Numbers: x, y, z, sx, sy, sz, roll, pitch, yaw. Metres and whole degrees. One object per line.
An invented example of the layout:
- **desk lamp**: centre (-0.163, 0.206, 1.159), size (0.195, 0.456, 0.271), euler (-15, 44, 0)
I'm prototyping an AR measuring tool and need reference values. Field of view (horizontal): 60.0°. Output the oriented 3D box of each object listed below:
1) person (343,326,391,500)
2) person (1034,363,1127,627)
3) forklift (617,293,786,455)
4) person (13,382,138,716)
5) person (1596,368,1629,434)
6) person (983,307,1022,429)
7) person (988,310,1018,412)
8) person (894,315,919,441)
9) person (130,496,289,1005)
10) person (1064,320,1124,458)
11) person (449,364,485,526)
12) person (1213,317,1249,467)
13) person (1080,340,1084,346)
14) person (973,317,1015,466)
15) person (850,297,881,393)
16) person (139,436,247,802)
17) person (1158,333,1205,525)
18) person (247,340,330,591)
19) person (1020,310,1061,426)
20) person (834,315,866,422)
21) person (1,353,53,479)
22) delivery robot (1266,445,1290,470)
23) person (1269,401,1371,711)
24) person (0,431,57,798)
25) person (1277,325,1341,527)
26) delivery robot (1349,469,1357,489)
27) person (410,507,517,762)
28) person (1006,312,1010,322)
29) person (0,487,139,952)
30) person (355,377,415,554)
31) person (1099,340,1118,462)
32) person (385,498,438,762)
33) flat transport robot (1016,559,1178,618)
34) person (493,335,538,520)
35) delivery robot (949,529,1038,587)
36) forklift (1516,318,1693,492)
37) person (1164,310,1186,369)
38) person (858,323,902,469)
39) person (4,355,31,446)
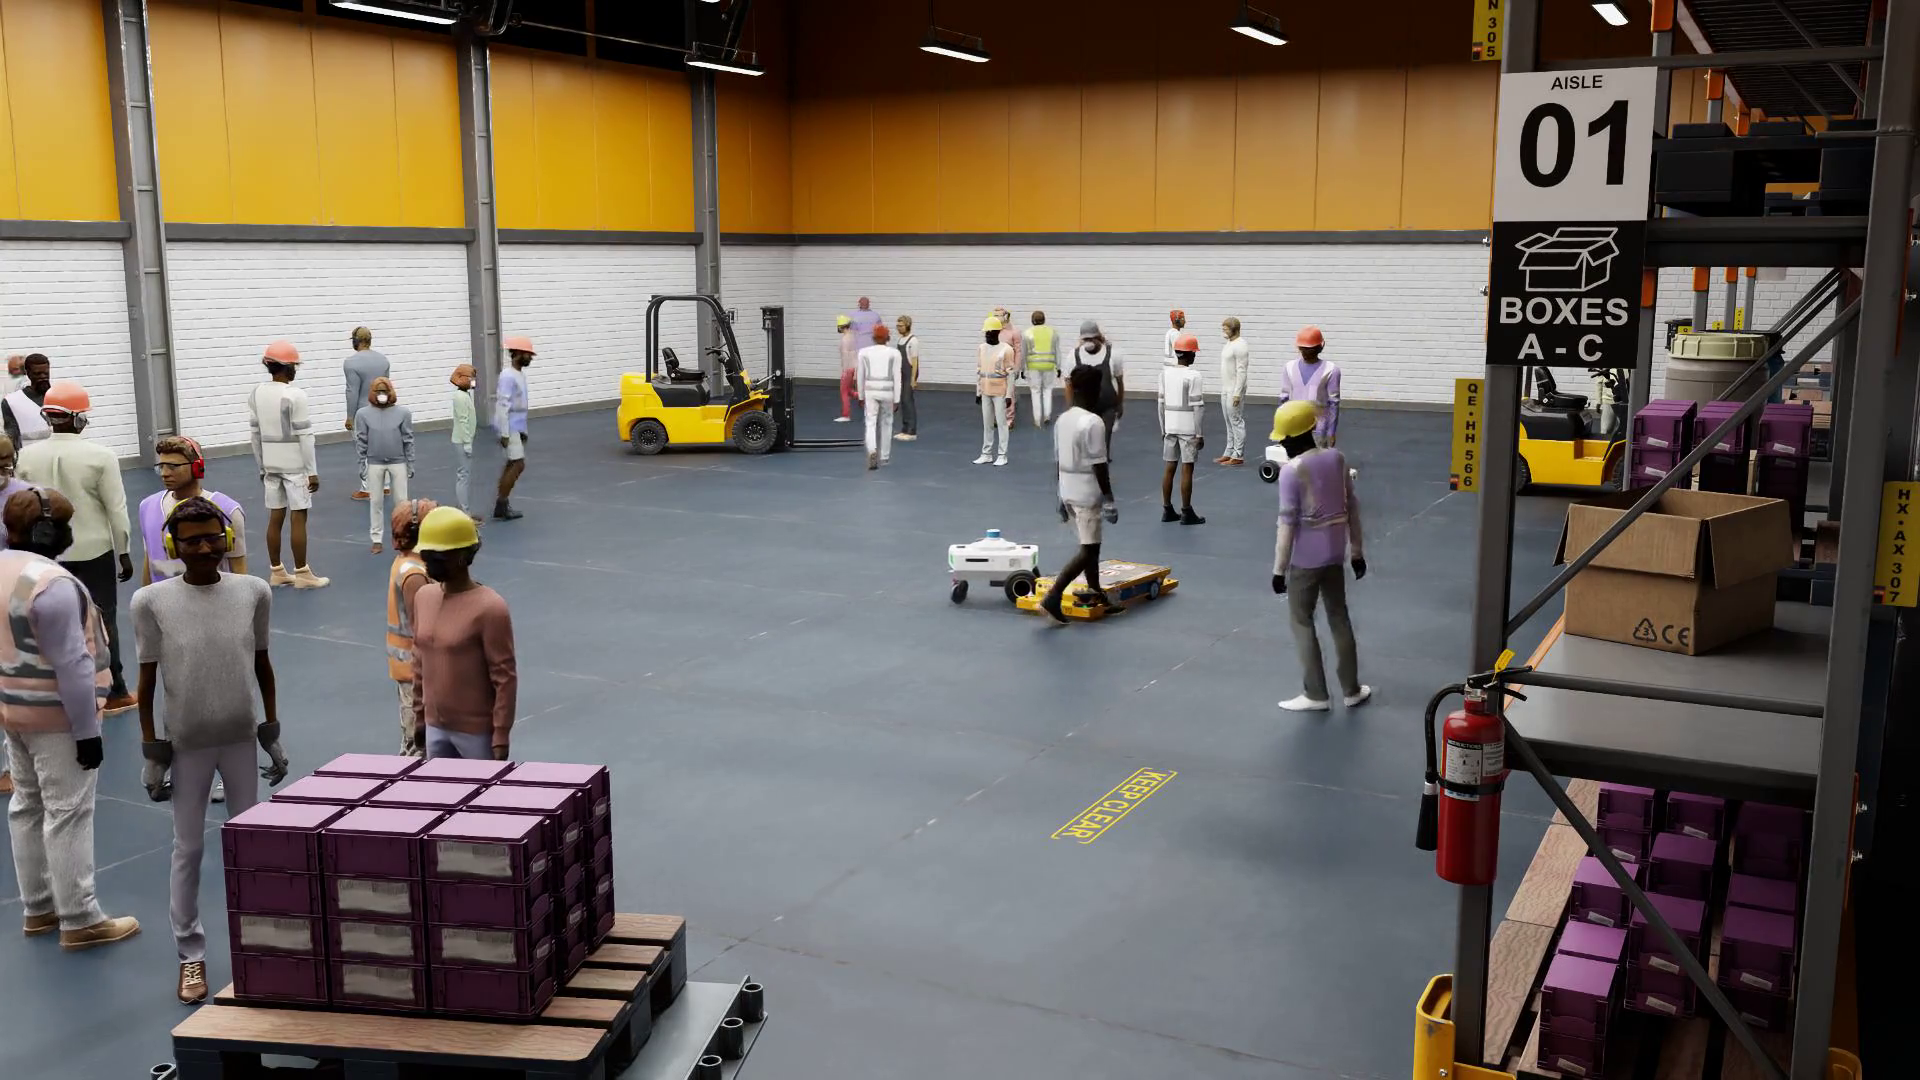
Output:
- **person**: centre (-6.610, -1.410, 18.533), size (0.373, 1.940, 0.630), euler (4, 11, 22)
- **person**: centre (0.900, -0.331, 12.286), size (0.813, 1.942, 0.622), euler (-3, 10, -19)
- **forklift**: centre (-3.588, -2.317, 23.042), size (2.313, 2.155, 1.214), euler (-1, 10, -5)
- **person**: centre (-5.219, 0.062, 9.847), size (0.622, 1.993, 0.381), euler (-1, 10, -5)
- **person**: centre (8.266, -1.752, 20.816), size (0.592, 1.834, 0.404), euler (4, 11, 24)
- **person**: centre (0.633, -2.684, 26.002), size (0.652, 1.906, 0.403), euler (5, 11, 25)
- **person**: centre (0.671, -2.975, 28.008), size (0.628, 1.796, 0.514), euler (7, 12, 35)
- **person**: centre (-0.785, -2.376, 24.425), size (0.365, 1.832, 0.524), euler (-5, 11, -27)
- **person**: centre (-2.766, 0.765, 6.173), size (0.513, 1.862, 0.328), euler (-8, 13, -39)
- **person**: centre (1.553, -1.613, 19.415), size (0.687, 2.000, 1.012), euler (3, 10, 14)
- **person**: centre (-5.000, -0.964, 16.833), size (0.279, 1.633, 0.497), euler (-3, 10, -17)
- **person**: centre (3.512, -1.906, 21.422), size (0.372, 1.934, 0.627), euler (-1, 10, -7)
- **person**: centre (1.730, -1.872, 22.083), size (0.314, 1.636, 0.516), euler (1, 10, 6)
- **person**: centre (0.436, -1.919, 21.512), size (0.585, 1.928, 0.379), euler (9, 13, 41)
- **person**: centre (-1.844, -3.749, 32.175), size (0.651, 1.904, 0.402), euler (-4, 11, -24)
- **person**: centre (-3.839, 0.391, 8.373), size (0.564, 1.846, 0.390), euler (2, 10, 10)
- **person**: centre (2.270, -1.125, 16.882), size (0.359, 1.936, 0.552), euler (-8, 13, -40)
- **person**: centre (-5.466, -0.601, 13.553), size (0.614, 2.040, 0.378), euler (4, 11, 24)
- **person**: centre (1.268, -2.737, 26.516), size (0.669, 1.831, 0.539), euler (-1, 10, -8)
- **person**: centre (-1.763, -2.782, 27.036), size (0.551, 1.742, 0.547), euler (1, 10, 5)
- **person**: centre (-7.675, -0.607, 13.941), size (0.383, 1.918, 0.591), euler (7, 12, 36)
- **delivery robot**: centre (4.015, -0.994, 19.855), size (0.707, 0.478, 0.477), euler (9, 14, 43)
- **person**: centre (2.178, 0.097, 9.998), size (0.760, 1.875, 0.448), euler (-7, 12, -35)
- **person**: centre (-4.777, 0.399, 8.214), size (0.658, 1.886, 0.728), euler (-2, 10, -9)
- **person**: centre (3.455, -1.114, 16.551), size (0.605, 2.033, 0.398), euler (6, 11, 30)
- **delivery robot**: centre (3.908, -0.662, 17.934), size (0.707, 0.478, 0.477), euler (4, 11, 23)
- **person**: centre (-1.978, 0.745, 6.591), size (0.534, 1.768, 0.344), euler (6, 12, 31)
- **person**: centre (0.799, -3.310, 30.233), size (0.535, 1.697, 0.318), euler (5, 11, 27)
- **person**: centre (-3.586, 0.702, 6.592), size (0.633, 1.840, 0.429), euler (7, 12, 34)
- **person**: centre (-5.254, -0.684, 15.237), size (0.503, 1.627, 0.278), euler (-3, 10, -16)
- **person**: centre (1.838, -1.793, 21.650), size (0.404, 1.620, 0.505), euler (-4, 11, -22)
- **person**: centre (-2.461, 0.624, 7.621), size (0.309, 1.641, 0.511), euler (-4, 11, -24)
- **flat transport robot**: centre (1.102, 0.363, 13.091), size (0.652, 0.197, 1.431), euler (7, 12, 34)
- **person**: centre (-4.608, -1.156, 17.185), size (0.553, 1.904, 0.564), euler (-1, 10, -4)
- **delivery robot**: centre (0.262, 0.160, 13.175), size (0.707, 0.478, 0.477), euler (0, 10, 3)
- **forklift**: centre (7.066, -1.601, 18.899), size (2.313, 2.155, 1.214), euler (5, 11, 27)
- **person**: centre (3.286, -2.553, 25.318), size (0.356, 1.882, 0.574), euler (-1, 10, -5)
- **person**: centre (-1.034, -1.830, 21.218), size (0.577, 1.861, 0.856), euler (1, 10, 3)
- **person**: centre (-10.679, -1.302, 18.898), size (0.512, 1.597, 0.879), euler (7, 12, 34)
